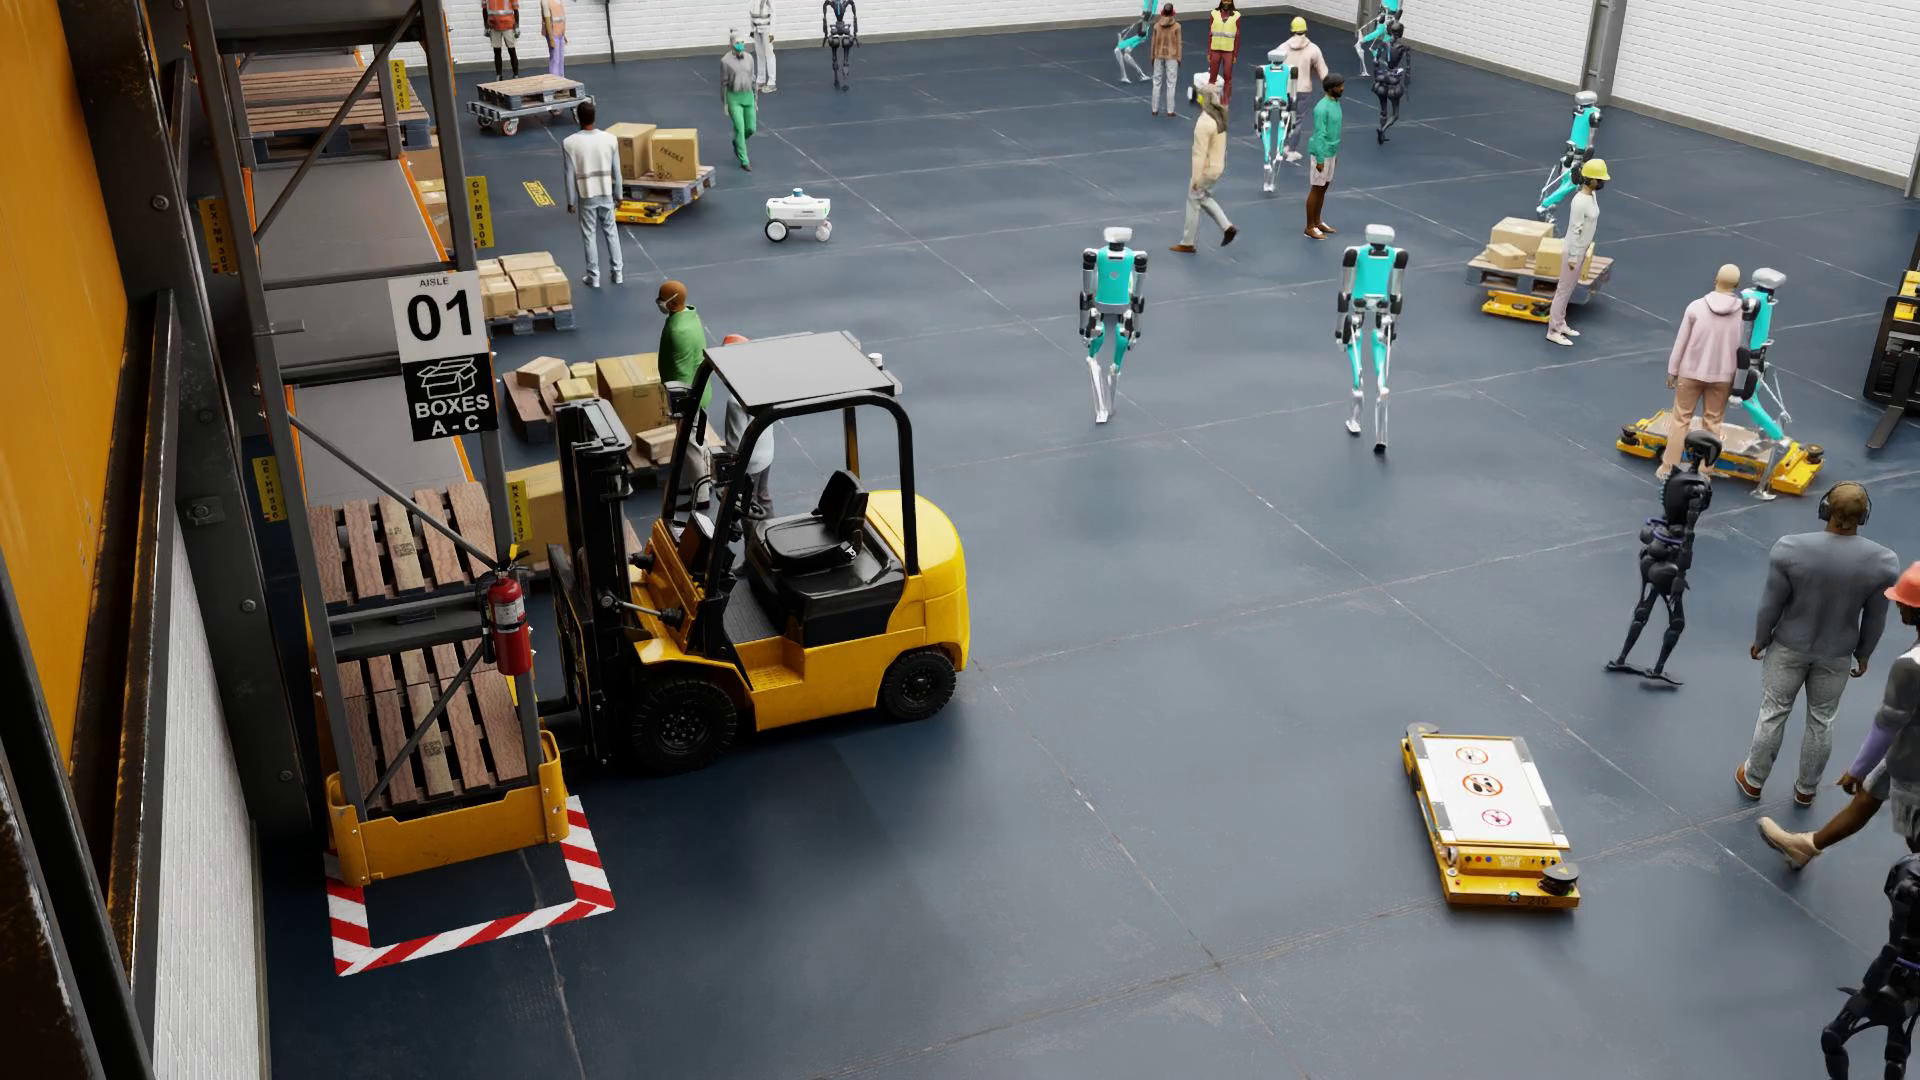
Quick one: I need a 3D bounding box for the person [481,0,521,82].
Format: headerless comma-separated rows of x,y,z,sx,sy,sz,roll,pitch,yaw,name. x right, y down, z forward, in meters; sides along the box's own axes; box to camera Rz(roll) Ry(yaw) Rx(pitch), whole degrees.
-7.237,-8.113,26.245,0.602,1.958,0.376,2,27,4,person

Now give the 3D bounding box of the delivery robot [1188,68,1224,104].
3.821,-6.915,25.443,0.499,0.612,0.794,-5,27,-10,delivery robot

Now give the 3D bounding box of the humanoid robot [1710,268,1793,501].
6.215,-1.152,12.683,0.832,1.790,0.545,18,32,32,humanoid robot

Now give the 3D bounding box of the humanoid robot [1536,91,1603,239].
6.612,-4.033,18.398,0.731,1.807,0.549,-2,27,-4,humanoid robot

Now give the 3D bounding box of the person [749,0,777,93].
-3.106,-7.998,26.102,0.362,1.882,0.574,-22,34,-37,person

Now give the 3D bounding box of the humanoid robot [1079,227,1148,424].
1.268,-1.760,13.989,0.542,1.907,0.711,2,27,4,humanoid robot

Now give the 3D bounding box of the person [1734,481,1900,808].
4.601,0.576,8.990,0.628,1.935,0.373,9,28,17,person

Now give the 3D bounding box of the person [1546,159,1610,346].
5.871,-2.736,15.763,0.324,1.766,0.532,15,30,27,person

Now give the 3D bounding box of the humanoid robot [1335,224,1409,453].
3.380,-1.571,13.558,0.551,1.854,0.866,-1,27,-2,humanoid robot

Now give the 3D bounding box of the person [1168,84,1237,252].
2.739,-4.084,18.340,0.673,1.859,0.591,14,30,26,person

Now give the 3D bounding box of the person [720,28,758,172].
-2.898,-5.793,21.790,0.514,1.821,0.669,-16,31,-29,person

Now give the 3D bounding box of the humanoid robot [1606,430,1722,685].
4.360,0.100,10.234,0.501,1.642,0.594,4,27,7,humanoid robot

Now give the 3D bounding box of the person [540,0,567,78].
-6.251,-7.767,25.691,0.389,1.838,0.562,4,27,8,person

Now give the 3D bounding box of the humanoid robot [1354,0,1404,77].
6.755,-8.242,26.753,1.023,1.736,0.549,-12,29,-22,humanoid robot

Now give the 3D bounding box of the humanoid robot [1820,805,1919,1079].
3.901,1.782,6.872,0.593,1.646,0.374,-20,33,-34,humanoid robot

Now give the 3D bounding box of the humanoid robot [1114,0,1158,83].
2.774,-8.199,26.641,0.854,1.726,0.530,4,27,9,humanoid robot

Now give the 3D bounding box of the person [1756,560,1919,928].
4.555,1.007,8.084,0.620,1.967,1.100,-19,33,-33,person

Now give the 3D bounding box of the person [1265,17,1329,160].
4.523,-6.015,22.200,0.880,1.848,0.544,13,29,23,person

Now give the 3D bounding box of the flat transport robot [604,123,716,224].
-3.697,-4.131,20.204,0.659,0.231,1.431,7,27,13,flat transport robot

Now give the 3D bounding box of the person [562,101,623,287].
-3.796,-3.577,17.282,0.605,1.909,0.402,-13,30,-25,person

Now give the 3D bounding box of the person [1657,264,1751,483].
5.733,-1.239,12.781,0.559,1.775,0.413,8,28,16,person

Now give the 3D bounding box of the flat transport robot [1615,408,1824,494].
6.138,-0.733,13.446,1.431,0.231,0.659,20,33,34,flat transport robot

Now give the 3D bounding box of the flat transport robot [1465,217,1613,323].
5.910,-2.547,17.054,0.659,0.231,1.431,16,31,29,flat transport robot

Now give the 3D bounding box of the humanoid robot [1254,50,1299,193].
3.848,-5.077,20.456,0.558,1.764,0.908,7,27,13,humanoid robot

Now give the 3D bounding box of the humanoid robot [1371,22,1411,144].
5.893,-6.295,22.958,0.600,1.644,0.582,23,34,37,humanoid robot

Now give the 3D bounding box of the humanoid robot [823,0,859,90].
-1.890,-8.023,26.388,0.586,1.638,0.604,0,27,0,humanoid robot

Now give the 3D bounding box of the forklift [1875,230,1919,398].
9.029,-2.397,14.618,1.214,2.155,2.313,18,32,32,forklift

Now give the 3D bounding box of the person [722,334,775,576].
-1.478,-0.586,11.515,0.352,1.740,0.571,7,28,14,person

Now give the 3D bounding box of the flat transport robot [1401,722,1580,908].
2.858,1.473,9.058,0.659,0.231,1.431,2,27,3,flat transport robot

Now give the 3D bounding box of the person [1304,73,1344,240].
4.144,-4.379,18.940,0.397,1.850,0.491,15,30,28,person

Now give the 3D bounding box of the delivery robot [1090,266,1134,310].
1.560,-2.584,16.816,0.499,0.602,0.795,1,27,3,delivery robot

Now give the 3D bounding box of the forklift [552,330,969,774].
-1.094,0.010,9.831,2.313,2.155,1.214,-10,28,-20,forklift

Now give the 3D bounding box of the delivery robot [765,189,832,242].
-1.867,-3.720,19.085,0.813,0.609,0.499,1,27,1,delivery robot

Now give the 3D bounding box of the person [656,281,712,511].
-2.053,-1.087,12.478,0.386,1.778,0.546,-2,27,-3,person

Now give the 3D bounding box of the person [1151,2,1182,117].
3.032,-7.078,24.533,0.462,1.648,0.327,9,28,17,person

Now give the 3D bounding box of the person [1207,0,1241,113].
3.922,-7.267,24.786,0.474,1.766,0.390,7,28,14,person
